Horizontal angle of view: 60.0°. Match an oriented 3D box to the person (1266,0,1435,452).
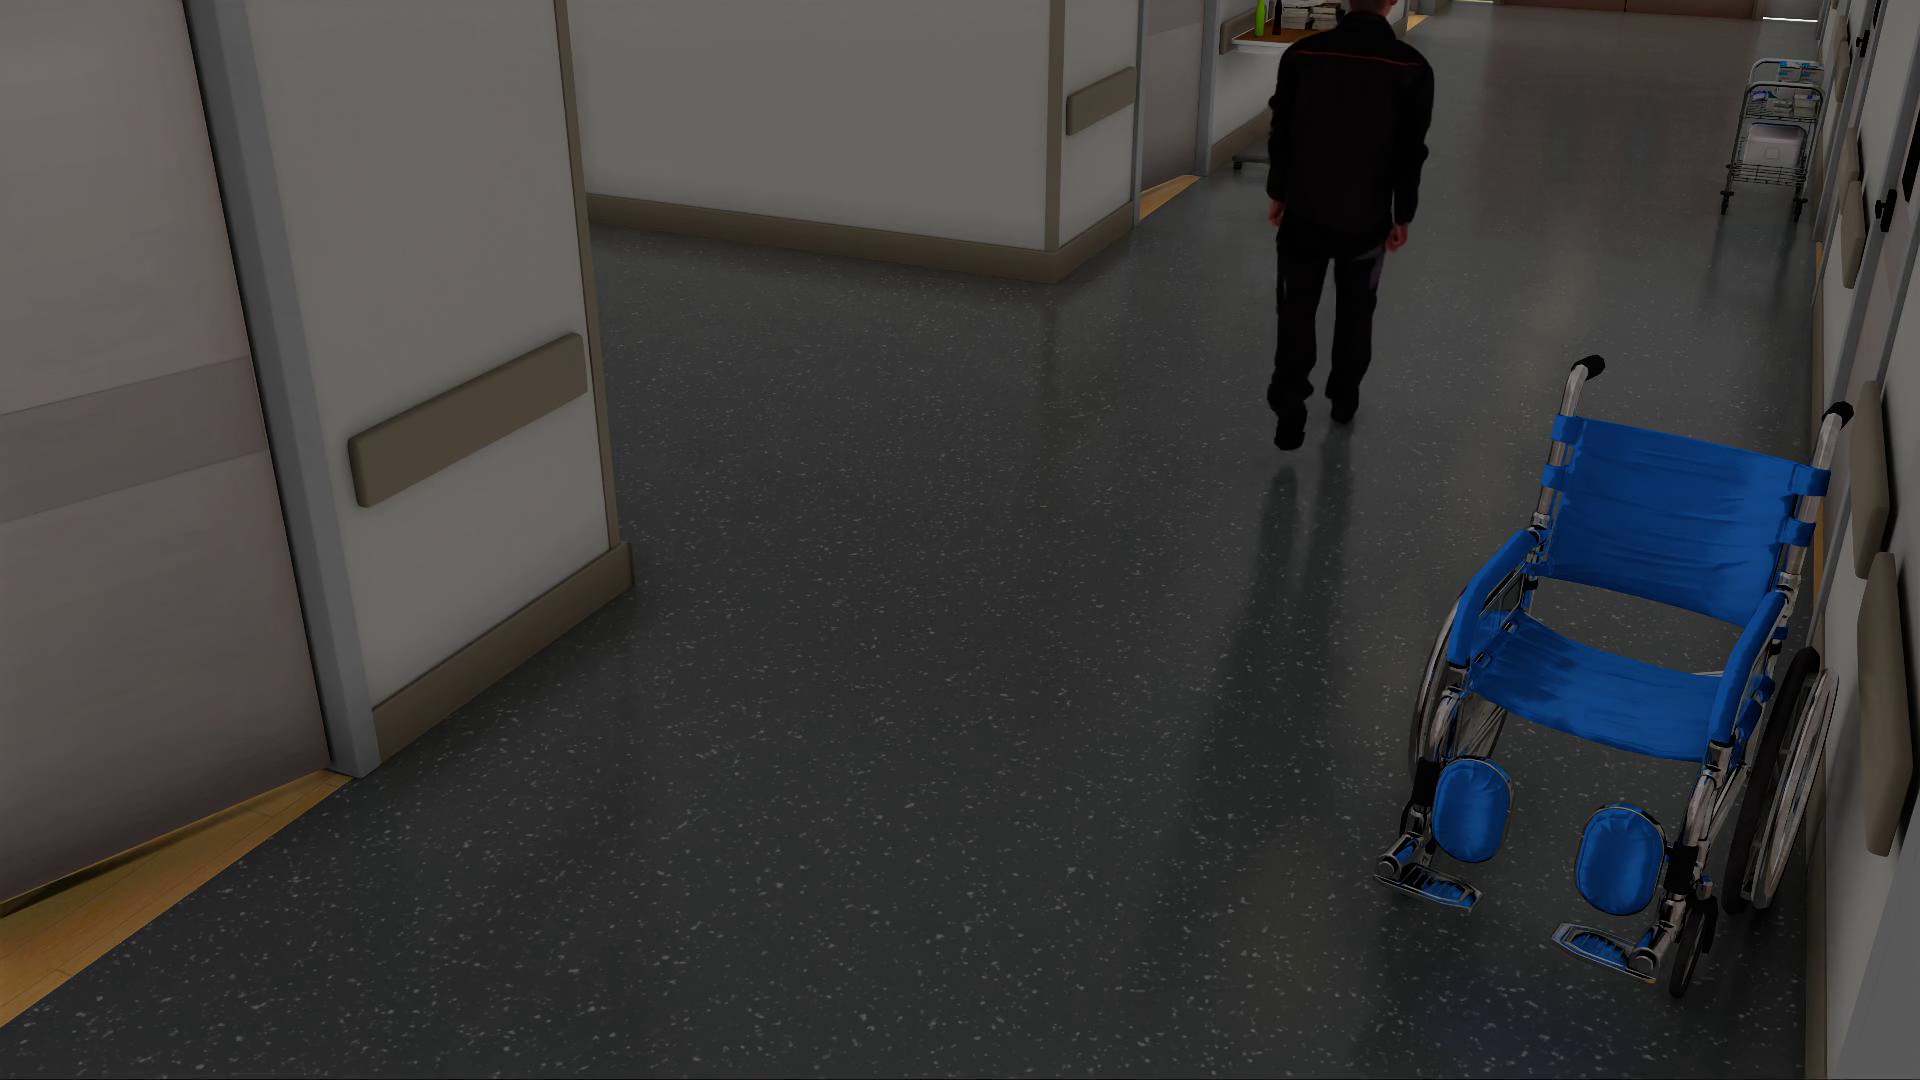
[{"bbox_3d":[1.380,-1.222,6.122,0.858,1.835,1.120,7,27,14],"label":"person"}]
